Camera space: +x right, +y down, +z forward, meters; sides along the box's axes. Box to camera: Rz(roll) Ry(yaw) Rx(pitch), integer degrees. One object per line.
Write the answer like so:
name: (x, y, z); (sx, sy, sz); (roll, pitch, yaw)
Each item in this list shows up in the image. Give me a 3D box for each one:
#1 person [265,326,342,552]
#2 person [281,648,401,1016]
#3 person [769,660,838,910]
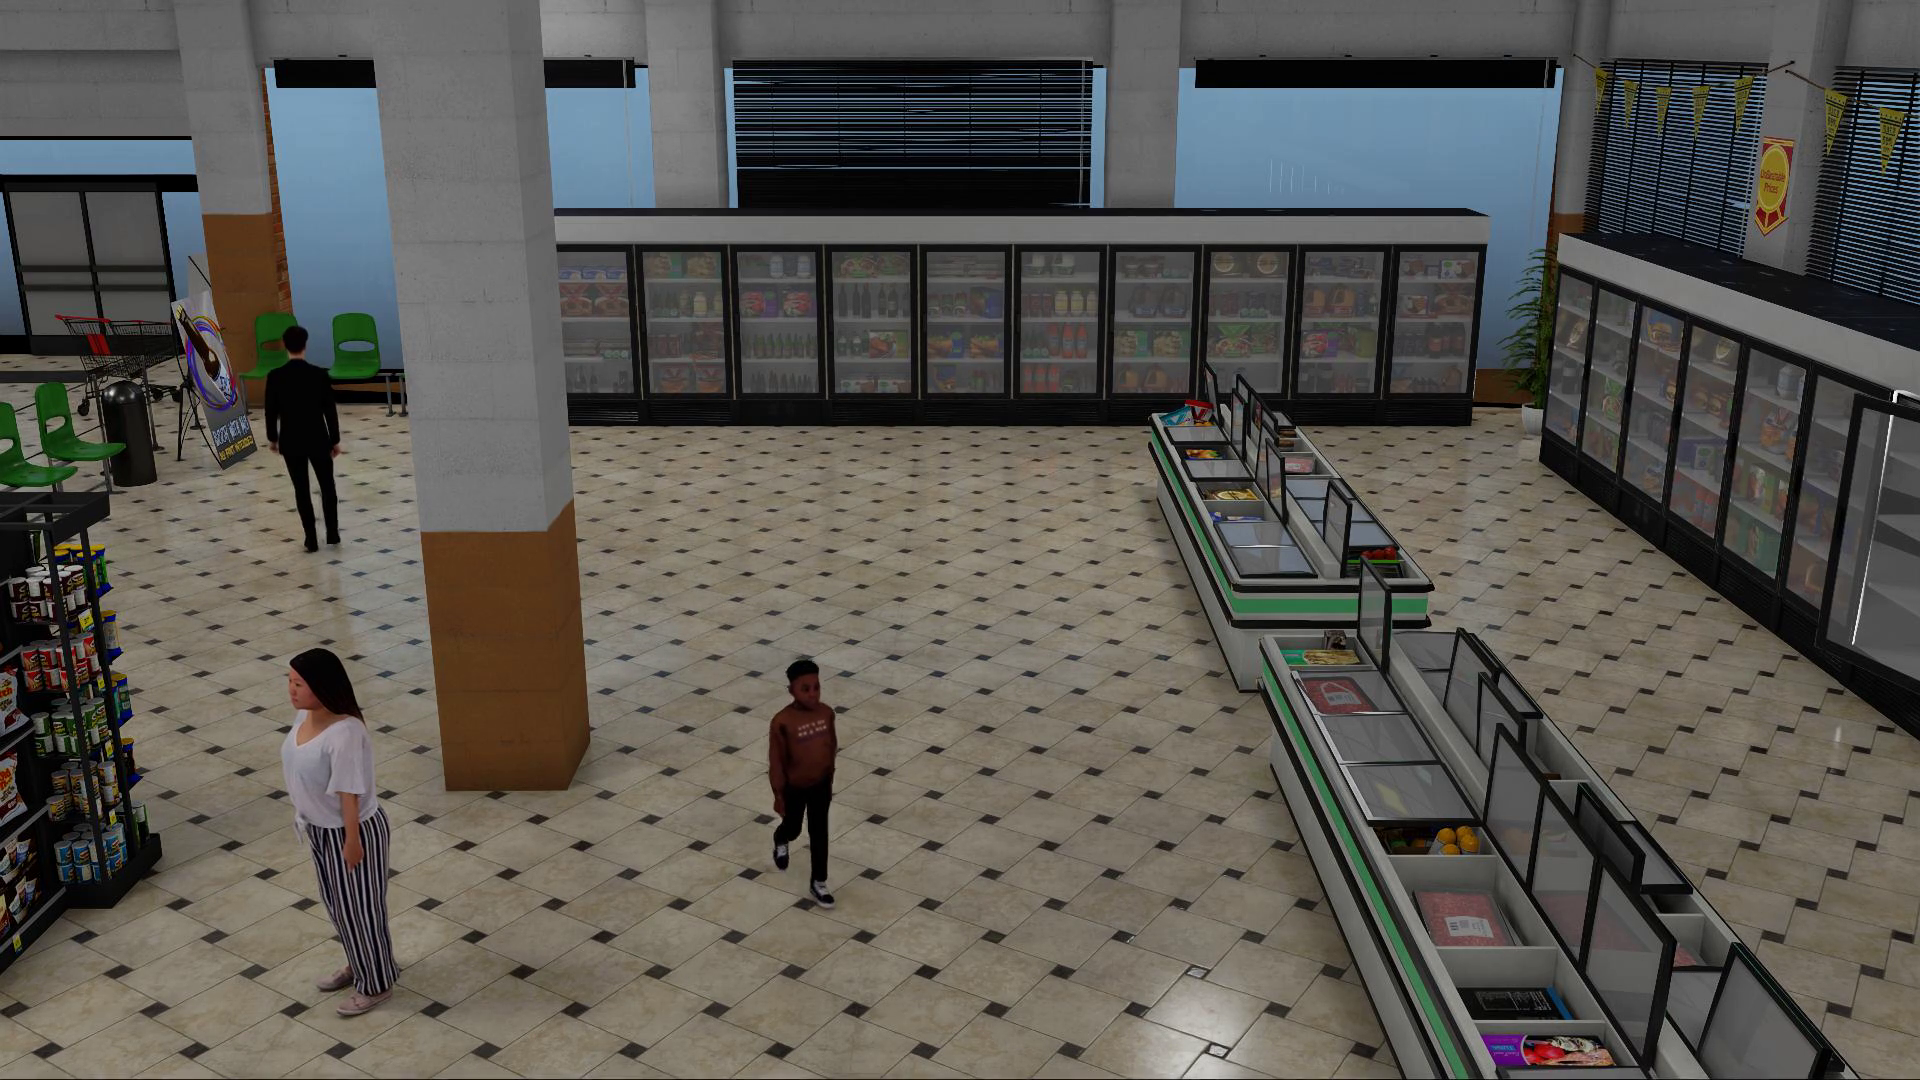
person: (-5.405, -0.804, 13.705); (0.823, 1.882, 0.818); (-7, 18, -21)
person: (-2.706, 1.248, 7.295); (0.846, 1.679, 0.766); (-13, 21, -36)
person: (-0.798, 1.179, 8.268); (0.740, 1.244, 0.873); (-9, 19, -29)
